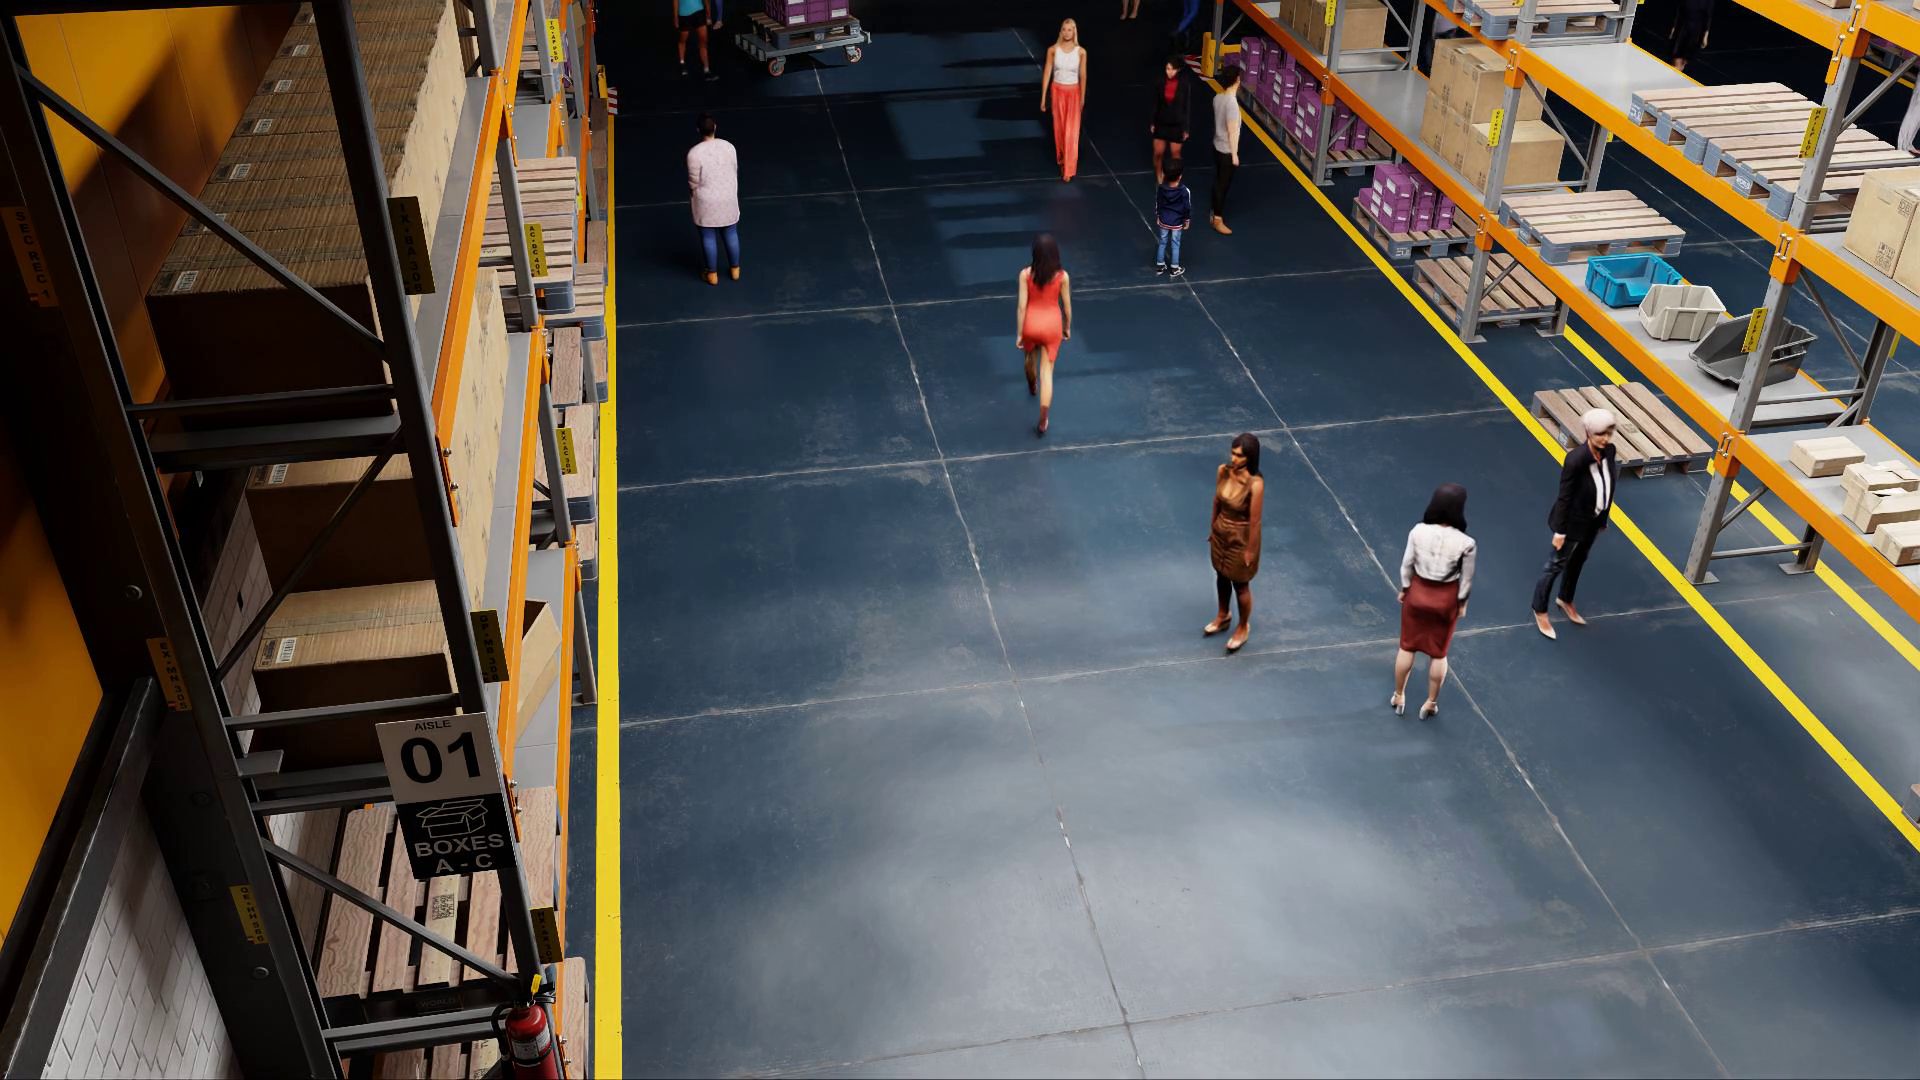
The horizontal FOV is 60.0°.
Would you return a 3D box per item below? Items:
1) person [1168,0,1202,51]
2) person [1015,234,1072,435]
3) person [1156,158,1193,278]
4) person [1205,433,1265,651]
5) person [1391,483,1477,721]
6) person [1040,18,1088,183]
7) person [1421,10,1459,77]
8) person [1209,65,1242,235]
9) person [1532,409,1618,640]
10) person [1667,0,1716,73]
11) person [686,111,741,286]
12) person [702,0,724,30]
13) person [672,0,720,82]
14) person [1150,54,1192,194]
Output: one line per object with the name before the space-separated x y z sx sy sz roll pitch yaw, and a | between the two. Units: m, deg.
person | 3.069 -7.412 22.500 1.003 1.660 0.996 27 42 34
person | 0.692 -1.682 13.877 0.797 1.664 1.178 2 34 3
person | 2.112 -3.226 16.599 0.599 1.222 0.642 16 37 22
person | 1.883 0.000 11.329 0.703 1.684 0.595 -22 39 -29
person | 3.019 0.410 10.651 0.672 1.752 0.689 14 36 20
person | 1.196 -5.000 18.763 0.857 1.780 1.037 8 34 12
person | 6.167 -6.433 20.970 0.709 1.723 0.690 -16 37 -23
person | 2.784 -4.113 17.512 0.823 1.688 0.460 3 34 5
person | 4.294 -0.142 11.423 0.811 1.780 0.704 -18 37 -24
person | 9.102 -6.320 20.812 0.896 1.712 1.164 8 34 12
person | -2.412 -3.369 16.341 0.764 1.747 0.737 -16 37 -23
person | -3.561 -8.082 23.552 0.662 1.613 0.700 17 37 24
person | -3.541 -6.867 21.618 0.989 1.730 1.203 -17 37 -23
person | 2.318 -4.517 18.174 0.701 1.628 0.709 8 34 11
